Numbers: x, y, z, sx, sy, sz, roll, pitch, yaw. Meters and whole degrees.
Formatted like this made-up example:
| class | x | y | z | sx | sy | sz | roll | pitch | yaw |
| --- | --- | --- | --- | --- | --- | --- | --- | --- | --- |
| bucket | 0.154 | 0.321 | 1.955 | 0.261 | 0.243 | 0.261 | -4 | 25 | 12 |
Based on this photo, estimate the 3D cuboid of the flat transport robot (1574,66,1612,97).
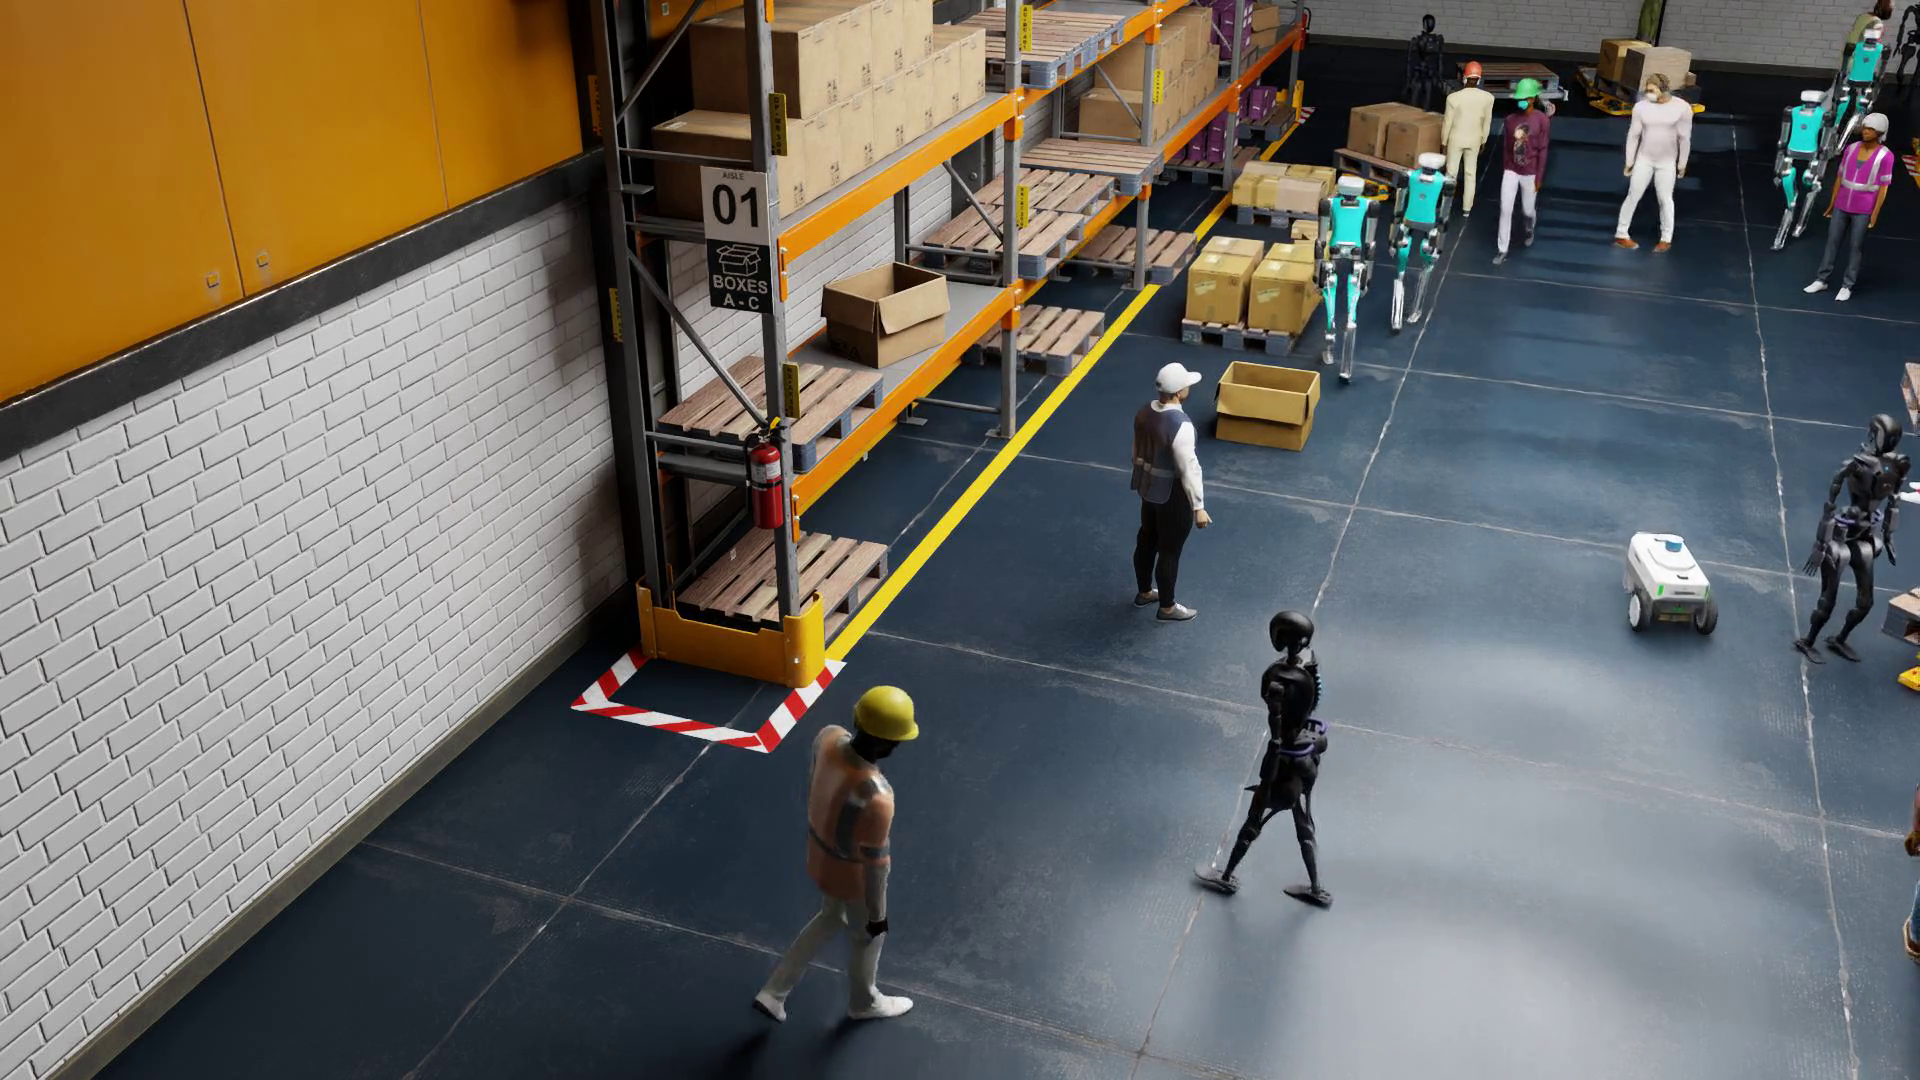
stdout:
| class | x | y | z | sx | sy | sz | roll | pitch | yaw |
| --- | --- | --- | --- | --- | --- | --- | --- | --- | --- |
| flat transport robot | 9.755 | -6.917 | 25.167 | 0.659 | 0.231 | 1.431 | 5 | 28 | 9 |

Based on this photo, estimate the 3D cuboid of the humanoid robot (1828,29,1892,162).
| class | x | y | z | sx | sy | sz | roll | pitch | yaw |
| --- | --- | --- | --- | --- | --- | --- | --- | --- | --- |
| humanoid robot | 11.309 | -5.617 | 21.037 | 0.532 | 1.727 | 1.009 | 10 | 29 | 19 |

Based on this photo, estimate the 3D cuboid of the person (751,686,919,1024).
| class | x | y | z | sx | sy | sz | roll | pitch | yaw |
| --- | --- | --- | --- | --- | --- | --- | --- | --- | --- |
| person | -0.532 | 1.441 | 7.206 | 0.695 | 1.875 | 0.657 | -14 | 31 | -26 |

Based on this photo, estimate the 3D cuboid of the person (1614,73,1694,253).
| class | x | y | z | sx | sy | sz | roll | pitch | yaw |
| --- | --- | --- | --- | --- | --- | --- | --- | --- | --- |
| person | 7.456 | -4.043 | 17.829 | 0.657 | 1.896 | 0.399 | 16 | 31 | 28 |

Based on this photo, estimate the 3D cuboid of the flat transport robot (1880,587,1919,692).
| class | x | y | z | sx | sy | sz | roll | pitch | yaw |
| --- | --- | --- | --- | --- | --- | --- | --- | --- | --- |
| flat transport robot | 6.536 | 0.769 | 10.259 | 1.431 | 0.231 | 0.659 | -15 | 31 | -27 |

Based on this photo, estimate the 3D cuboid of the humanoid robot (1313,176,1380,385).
| class | x | y | z | sx | sy | sz | roll | pitch | yaw |
| --- | --- | --- | --- | --- | --- | --- | --- | --- | --- |
| humanoid robot | 3.336 | -2.206 | 14.473 | 0.530 | 1.774 | 1.015 | 4 | 28 | 8 |

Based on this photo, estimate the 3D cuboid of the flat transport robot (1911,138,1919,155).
| class | x | y | z | sx | sy | sz | roll | pitch | yaw |
| --- | --- | --- | --- | --- | --- | --- | --- | --- | --- |
| flat transport robot | 13.239 | -5.103 | 21.649 | 1.431 | 0.231 | 0.659 | 10 | 29 | 18 |

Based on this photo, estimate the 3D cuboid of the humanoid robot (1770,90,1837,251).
| class | x | y | z | sx | sy | sz | roll | pitch | yaw |
| --- | --- | --- | --- | --- | --- | --- | --- | --- | --- |
| humanoid robot | 9.145 | -4.016 | 18.001 | 0.533 | 1.763 | 1.041 | 22 | 34 | 36 |

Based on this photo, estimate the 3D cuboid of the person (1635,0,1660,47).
| class | x | y | z | sx | sy | sz | roll | pitch | yaw |
| --- | --- | --- | --- | --- | --- | --- | --- | --- | --- |
| person | 10.247 | -7.538 | 24.881 | 0.266 | 1.630 | 0.506 | 0 | 27 | 1 |

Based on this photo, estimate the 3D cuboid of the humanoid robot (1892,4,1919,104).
| class | x | y | z | sx | sy | sz | roll | pitch | yaw |
| --- | --- | --- | --- | --- | --- | --- | --- | --- | --- |
| humanoid robot | 13.919 | -7.183 | 24.148 | 0.610 | 1.648 | 0.347 | 20 | 34 | 34 |

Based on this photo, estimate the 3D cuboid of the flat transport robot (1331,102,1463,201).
| class | x | y | z | sx | sy | sz | roll | pitch | yaw |
| --- | --- | --- | --- | --- | --- | --- | --- | --- | --- |
| flat transport robot | 5.280 | -4.355 | 20.198 | 1.431 | 0.231 | 0.659 | -16 | 31 | -28 |

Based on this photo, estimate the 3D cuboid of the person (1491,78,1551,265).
| class | x | y | z | sx | sy | sz | roll | pitch | yaw |
| --- | --- | --- | --- | --- | --- | --- | --- | --- | --- |
| person | 5.935 | -3.907 | 17.520 | 0.502 | 1.924 | 0.738 | 17 | 32 | 29 |

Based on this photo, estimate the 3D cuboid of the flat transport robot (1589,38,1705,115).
| class | x | y | z | sx | sy | sz | roll | pitch | yaw |
| --- | --- | --- | --- | --- | --- | --- | --- | --- | --- |
| flat transport robot | 9.907 | -6.303 | 23.977 | 1.431 | 0.231 | 0.659 | -4 | 28 | -8 |

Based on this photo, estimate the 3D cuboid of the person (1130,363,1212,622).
| class | x | y | z | sx | sy | sz | roll | pitch | yaw |
| --- | --- | --- | --- | --- | --- | --- | --- | --- | --- |
| person | 1.324 | -0.302 | 10.709 | 0.420 | 1.759 | 0.750 | -14 | 31 | -26 |

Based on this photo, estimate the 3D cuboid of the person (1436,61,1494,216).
| class | x | y | z | sx | sy | sz | roll | pitch | yaw |
| --- | --- | --- | --- | --- | --- | --- | --- | --- | --- |
| person | 5.753 | -4.570 | 18.994 | 0.562 | 1.751 | 0.325 | -2 | 27 | -3 |

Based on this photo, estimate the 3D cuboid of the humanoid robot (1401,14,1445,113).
| class | x | y | z | sx | sy | sz | roll | pitch | yaw |
| --- | --- | --- | --- | --- | --- | --- | --- | --- | --- |
| humanoid robot | 6.173 | -6.199 | 22.248 | 0.609 | 1.644 | 0.415 | -8 | 28 | -15 |

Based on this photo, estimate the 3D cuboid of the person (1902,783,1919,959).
| class | x | y | z | sx | sy | sz | roll | pitch | yaw |
| --- | --- | --- | --- | --- | --- | --- | --- | --- | --- |
| person | 4.593 | 1.284 | 7.420 | 0.625 | 1.950 | 1.007 | 13 | 30 | 24 |

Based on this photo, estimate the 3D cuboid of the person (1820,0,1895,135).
| class | x | y | z | sx | sy | sz | roll | pitch | yaw |
| --- | --- | --- | --- | --- | --- | --- | --- | --- | --- |
| person | 12.225 | -6.421 | 22.545 | 0.754 | 1.791 | 0.670 | 1 | 27 | 2 |

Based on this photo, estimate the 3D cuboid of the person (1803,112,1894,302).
| class | x | y | z | sx | sy | sz | roll | pitch | yaw |
| --- | --- | --- | --- | --- | --- | --- | --- | --- | --- |
| person | 8.820 | -3.283 | 16.396 | 0.342 | 1.847 | 0.510 | -19 | 33 | -32 |

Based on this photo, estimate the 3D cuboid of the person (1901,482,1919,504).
| class | x | y | z | sx | sy | sz | roll | pitch | yaw |
| --- | --- | --- | --- | --- | --- | --- | --- | --- | --- |
| person | 7.328 | -1.045 | 12.294 | 0.501 | 1.626 | 0.286 | -22 | 34 | -36 |

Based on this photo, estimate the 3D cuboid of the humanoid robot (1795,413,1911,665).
| class | x | y | z | sx | sy | sz | roll | pitch | yaw |
| --- | --- | --- | --- | --- | --- | --- | --- | --- | --- |
| humanoid robot | 5.485 | -0.006 | 10.217 | 0.608 | 1.649 | 0.311 | -7 | 28 | -14 |

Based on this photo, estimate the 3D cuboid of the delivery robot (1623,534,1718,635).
| class | x | y | z | sx | sy | sz | roll | pitch | yaw |
| --- | --- | --- | --- | --- | --- | --- | --- | --- | --- |
| delivery robot | 4.644 | 0.267 | 10.921 | 0.499 | 0.595 | 0.781 | 2 | 27 | 4 |

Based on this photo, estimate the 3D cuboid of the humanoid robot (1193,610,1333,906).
| class | x | y | z | sx | sy | sz | roll | pitch | yaw |
| --- | --- | --- | --- | --- | --- | --- | --- | --- | --- |
| humanoid robot | 1.562 | 1.063 | 8.171 | 0.690 | 1.632 | 0.615 | 15 | 31 | 26 |

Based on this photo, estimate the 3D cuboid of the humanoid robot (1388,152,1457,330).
| class | x | y | z | sx | sy | sz | roll | pitch | yaw |
| --- | --- | --- | --- | --- | --- | --- | --- | --- | --- |
| humanoid robot | 4.350 | -2.835 | 15.681 | 0.562 | 1.788 | 0.900 | 11 | 29 | 21 |
